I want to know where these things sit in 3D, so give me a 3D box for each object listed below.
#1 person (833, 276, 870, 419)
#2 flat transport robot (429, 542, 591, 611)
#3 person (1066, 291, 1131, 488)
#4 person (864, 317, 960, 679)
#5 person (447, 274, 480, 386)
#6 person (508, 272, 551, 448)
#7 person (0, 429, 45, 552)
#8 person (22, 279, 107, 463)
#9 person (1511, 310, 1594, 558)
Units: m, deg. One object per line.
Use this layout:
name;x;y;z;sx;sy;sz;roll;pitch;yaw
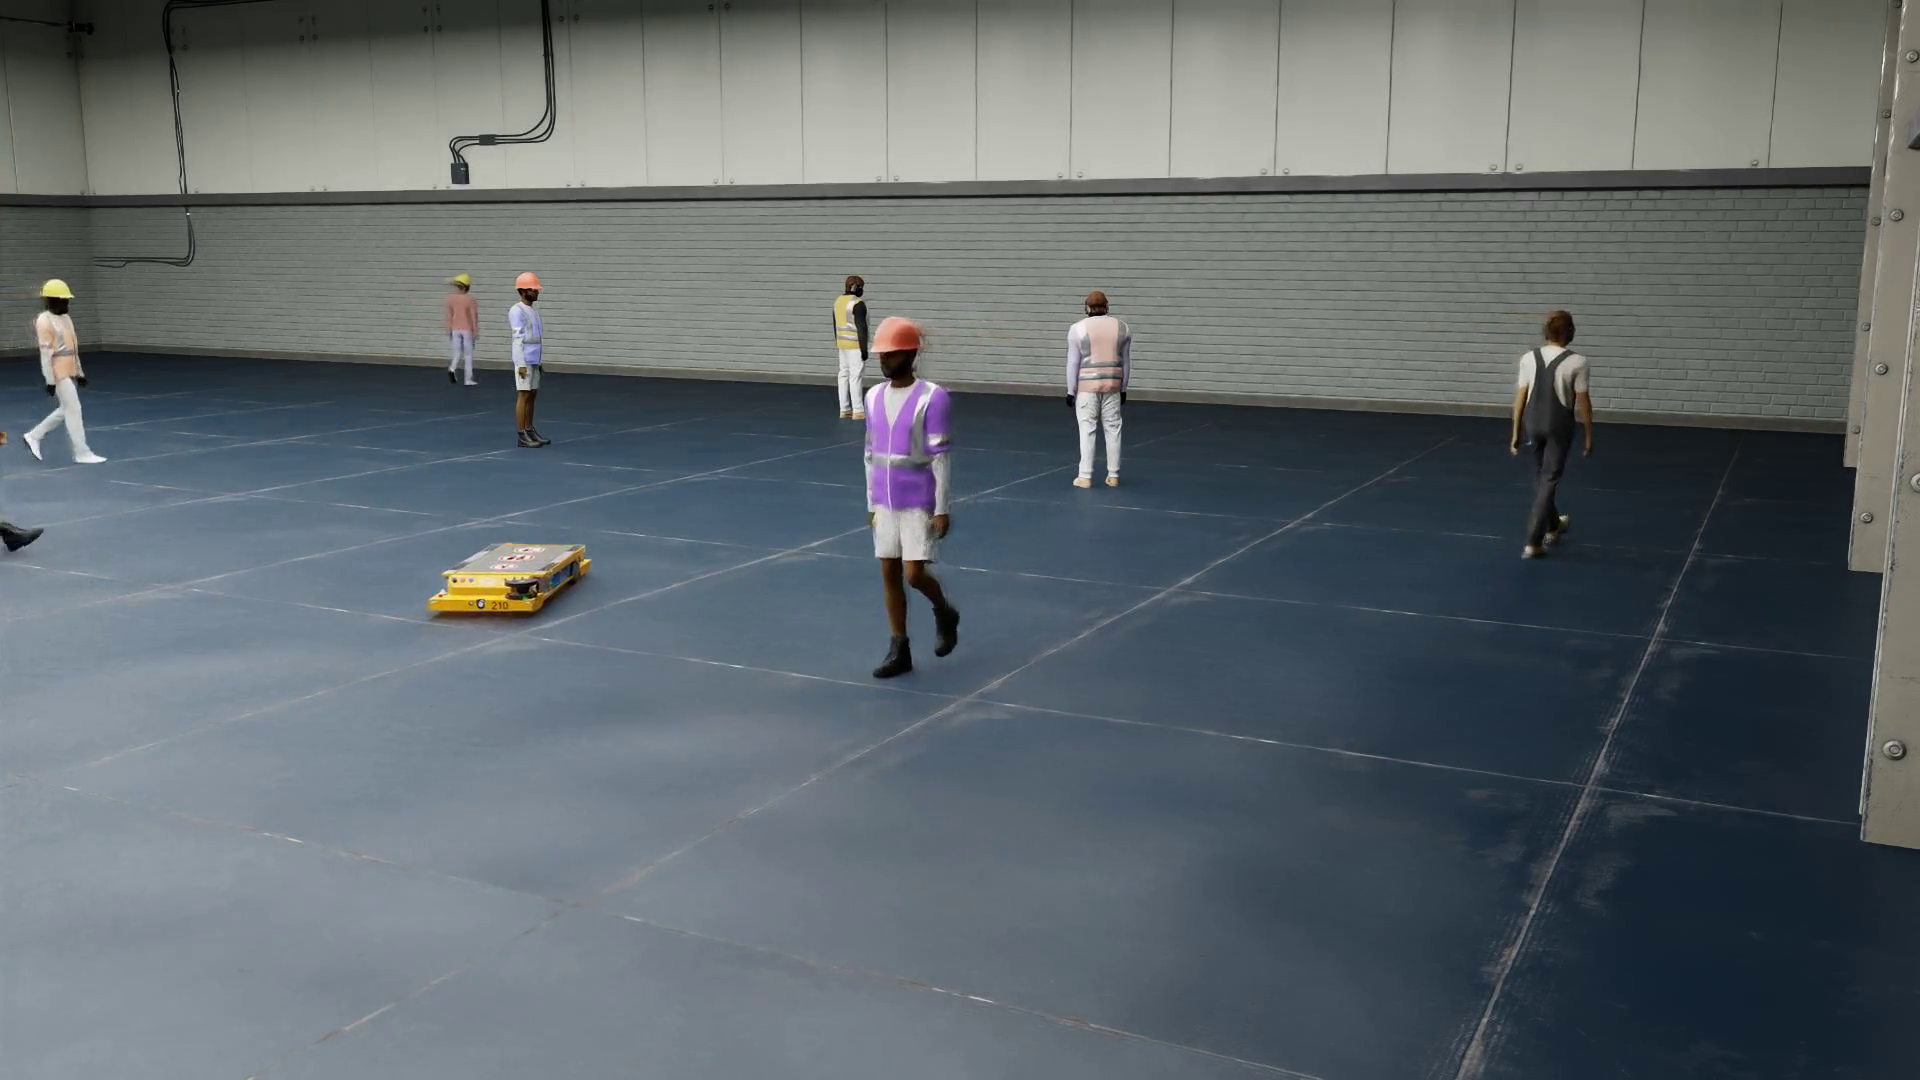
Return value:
person;-1.371;-2.469;21.376;0.430;1.837;0.623;-7;13;-35
flat transport robot;-2.928;0.226;10.940;0.652;0.197;1.431;0;10;2
person;1.283;-1.403;15.561;0.619;1.837;0.430;-3;11;-14
person;-0.267;-0.228;8.888;0.557;1.926;0.521;7;12;33
person;-7.752;-3.266;25.933;0.539;1.752;0.441;3;11;16
person;-4.790;-2.000;18.528;0.362;1.939;0.542;1;10;7
person;-7.344;-0.816;12.219;1.033;1.869;0.557;-1;10;-7
person;-9.301;-1.727;17.123;0.792;1.905;0.591;-2;11;-9
person;4.432;-0.796;12.348;0.961;1.793;0.540;-10;14;-44
